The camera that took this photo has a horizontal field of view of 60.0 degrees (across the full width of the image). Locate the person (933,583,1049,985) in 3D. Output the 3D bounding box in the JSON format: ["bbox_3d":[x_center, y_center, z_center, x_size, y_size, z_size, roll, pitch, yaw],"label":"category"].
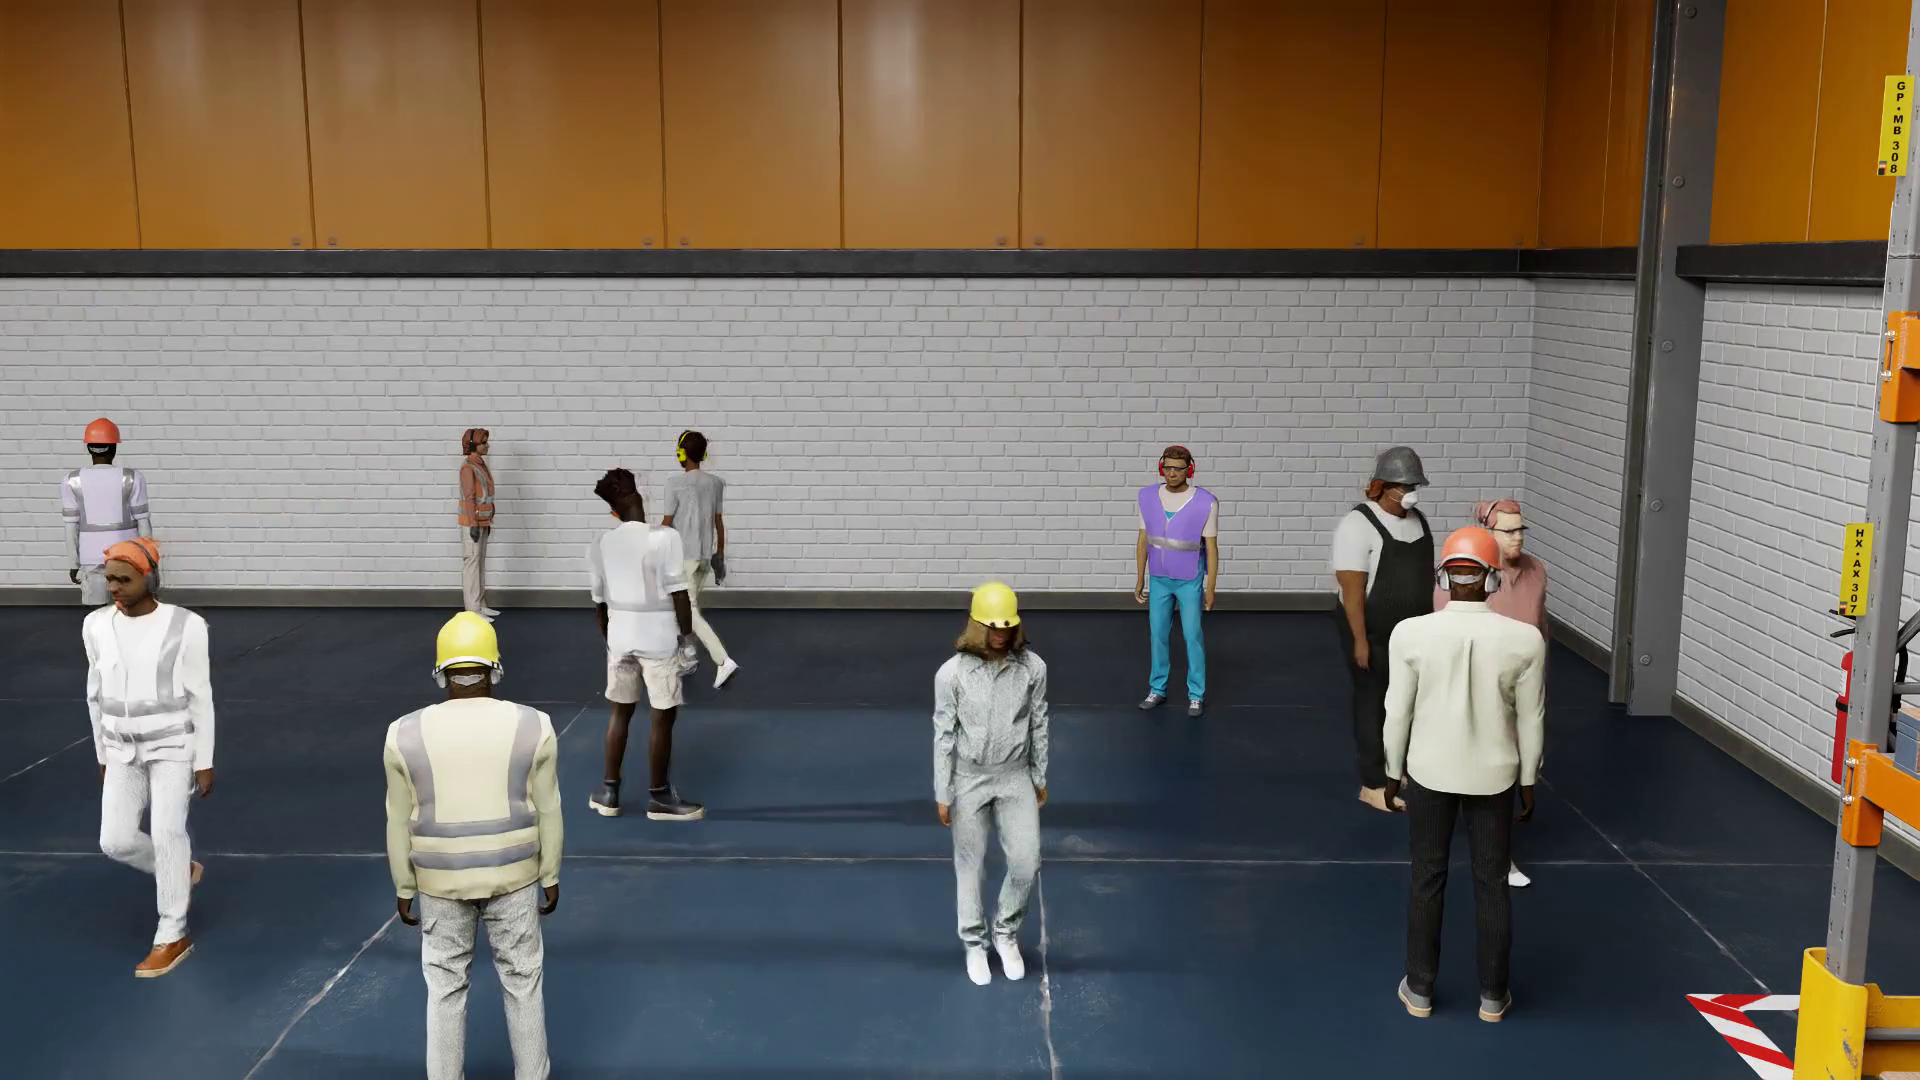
[{"bbox_3d":[0.133,1.019,6.913,0.514,1.725,0.446,-2,10,-12],"label":"person"}]

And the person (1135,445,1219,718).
[{"bbox_3d":[1.456,0.269,11.111,0.575,1.831,0.407,6,11,31],"label":"person"}]

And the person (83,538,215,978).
[{"bbox_3d":[-3.459,0.906,7.176,0.580,1.871,0.543,1,10,6],"label":"person"}]

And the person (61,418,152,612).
[{"bbox_3d":[-5.986,0.110,11.725,0.551,1.934,0.373,-4,10,-22],"label":"person"}]

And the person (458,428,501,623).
[{"bbox_3d":[-4.073,-0.128,14.037,0.314,1.641,0.515,0,9,-3],"label":"person"}]

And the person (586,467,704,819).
[{"bbox_3d":[-1.717,0.575,9.009,0.708,1.927,0.381,5,11,29],"label":"person"}]

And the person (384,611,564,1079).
[{"bbox_3d":[-1.686,1.156,5.814,0.591,1.823,0.405,-2,10,-14],"label":"person"}]

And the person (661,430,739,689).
[{"bbox_3d":[-1.890,0.133,11.911,0.893,1.839,0.533,8,12,40],"label":"person"}]

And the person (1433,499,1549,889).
[{"bbox_3d":[2.611,0.712,8.270,0.652,1.885,0.770,-5,11,-26],"label":"person"}]

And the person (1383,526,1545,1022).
[{"bbox_3d":[2.000,0.934,6.652,0.613,1.982,0.407,2,10,14],"label":"person"}]

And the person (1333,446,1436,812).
[{"bbox_3d":[2.384,0.474,9.234,0.705,2.000,0.535,-6,11,-30],"label":"person"}]
